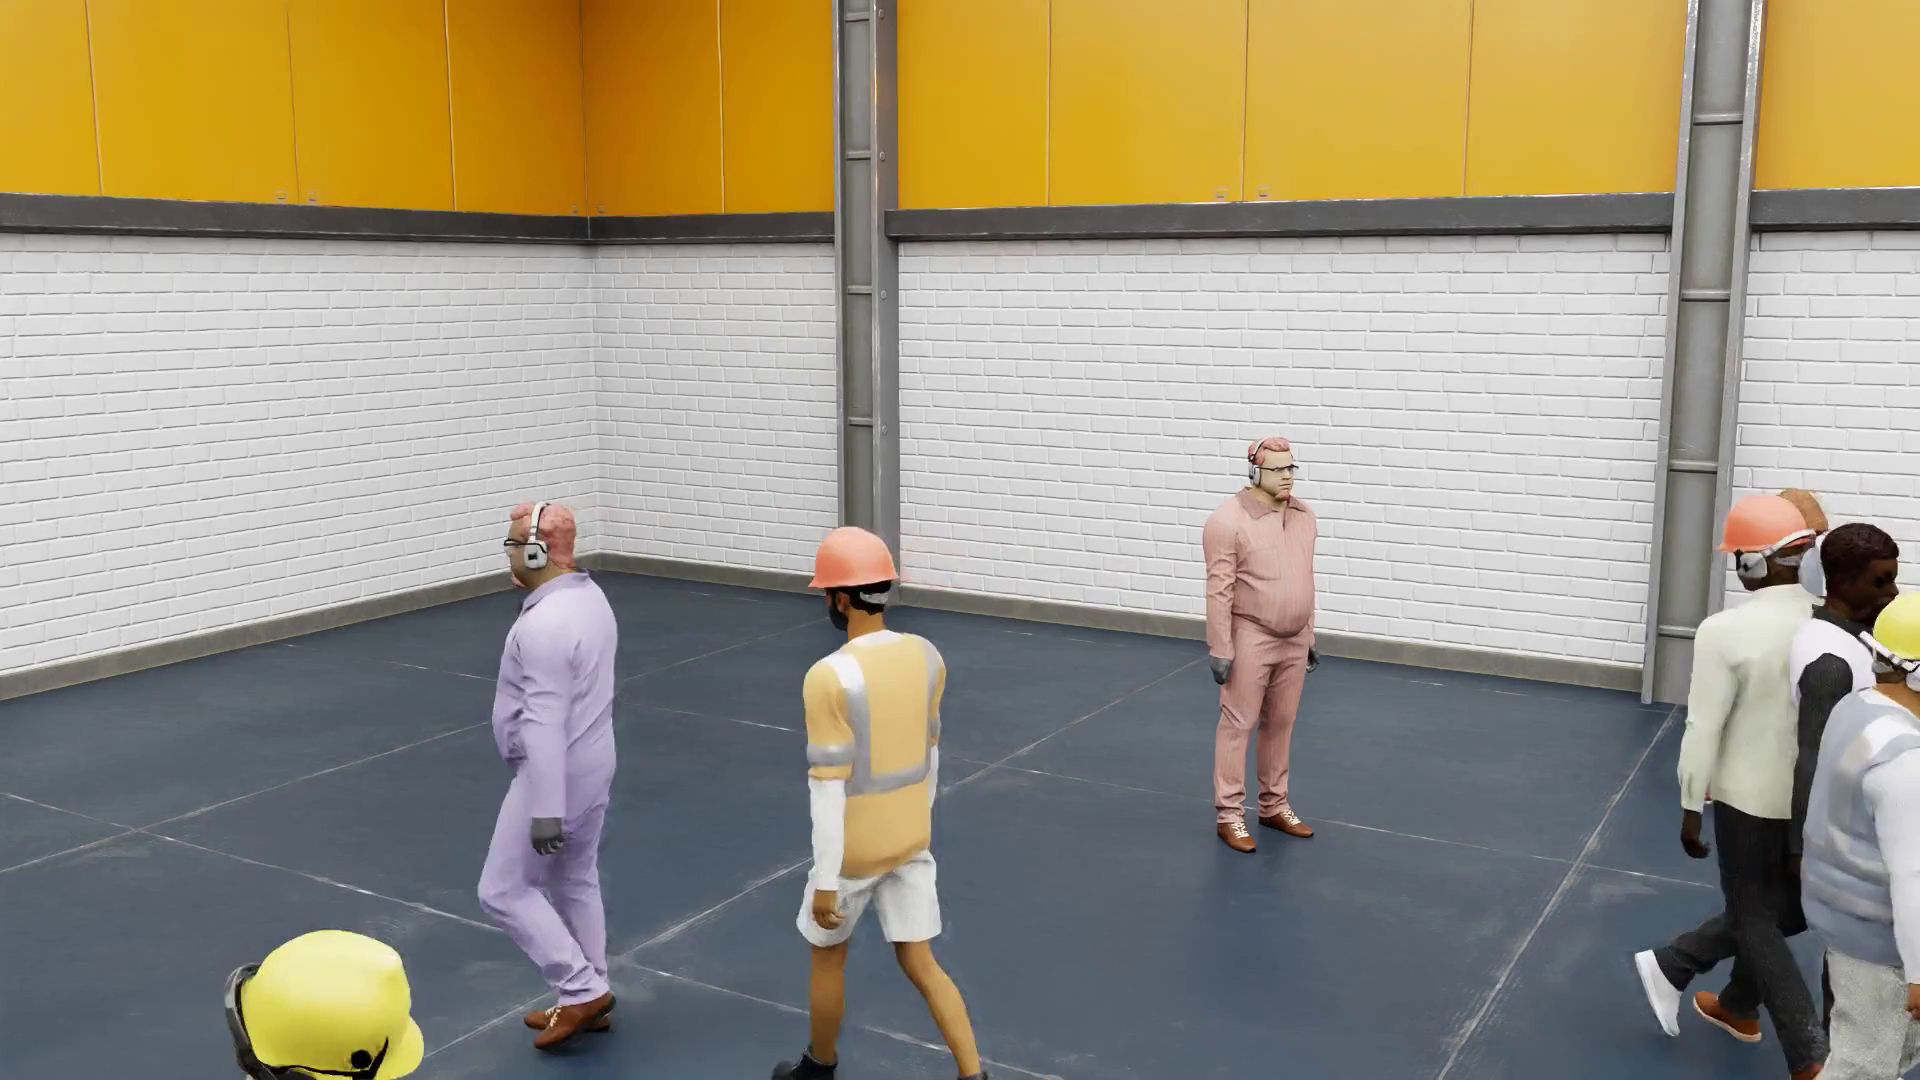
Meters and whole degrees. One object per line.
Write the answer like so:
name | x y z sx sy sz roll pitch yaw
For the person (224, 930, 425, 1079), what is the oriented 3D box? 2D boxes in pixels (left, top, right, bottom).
person | -1.026 1.405 2.438 0.581 1.722 0.364 2 9 14

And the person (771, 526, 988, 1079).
person | -0.216 0.911 5.037 0.578 1.900 0.937 -9 13 -44

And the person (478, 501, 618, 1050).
person | -1.395 0.806 5.658 0.441 1.887 0.668 1 9 4

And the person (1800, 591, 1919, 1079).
person | 2.489 1.033 4.478 0.414 1.821 0.607 3 10 20

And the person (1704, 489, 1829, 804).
person | 3.988 0.550 8.163 0.794 1.603 0.515 4 10 24

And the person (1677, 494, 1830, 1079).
person | 2.656 0.831 5.365 0.632 1.950 0.950 -1 9 -9

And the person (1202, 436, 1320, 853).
person | 1.423 0.471 7.699 0.651 1.907 0.409 -6 11 -33

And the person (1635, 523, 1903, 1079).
person | 2.717 0.857 5.417 0.829 1.885 0.603 4 10 24
